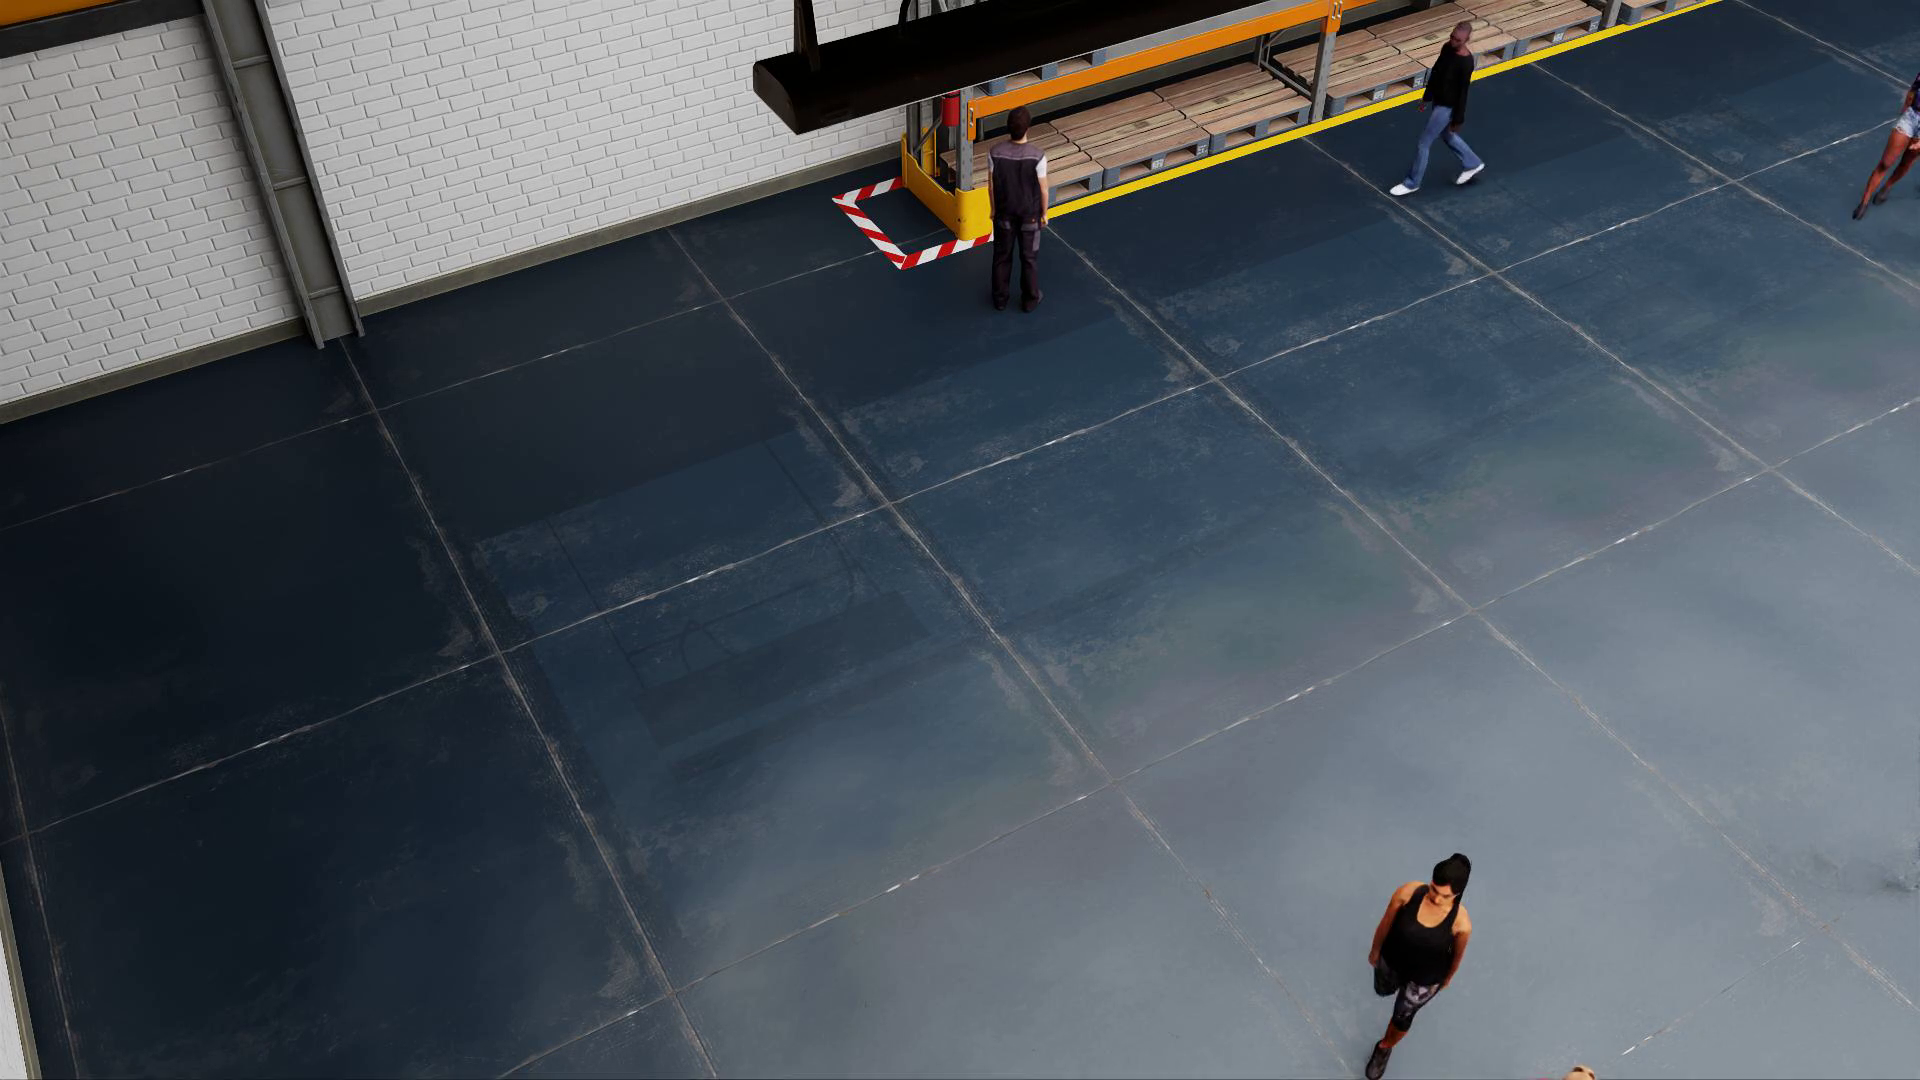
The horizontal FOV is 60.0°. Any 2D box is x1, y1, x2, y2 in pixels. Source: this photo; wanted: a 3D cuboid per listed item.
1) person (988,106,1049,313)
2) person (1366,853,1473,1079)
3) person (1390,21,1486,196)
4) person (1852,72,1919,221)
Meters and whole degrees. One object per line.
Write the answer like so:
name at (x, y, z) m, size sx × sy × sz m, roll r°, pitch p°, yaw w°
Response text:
person at (0.468, -2.676, 13.543) m, size 0.727 × 1.849 × 0.798 m, roll 8°, pitch 44°, yaw 9°
person at (2.383, 2.129, 8.648) m, size 0.833 × 1.645 × 1.025 m, roll 25°, pitch 49°, yaw 24°
person at (4.428, -3.880, 14.915) m, size 1.194 × 1.701 × 0.854 m, roll -7°, pitch 44°, yaw -7°
person at (8.484, -3.650, 14.677) m, size 0.815 × 1.696 × 1.021 m, roll 29°, pitch 51°, yaw 27°
